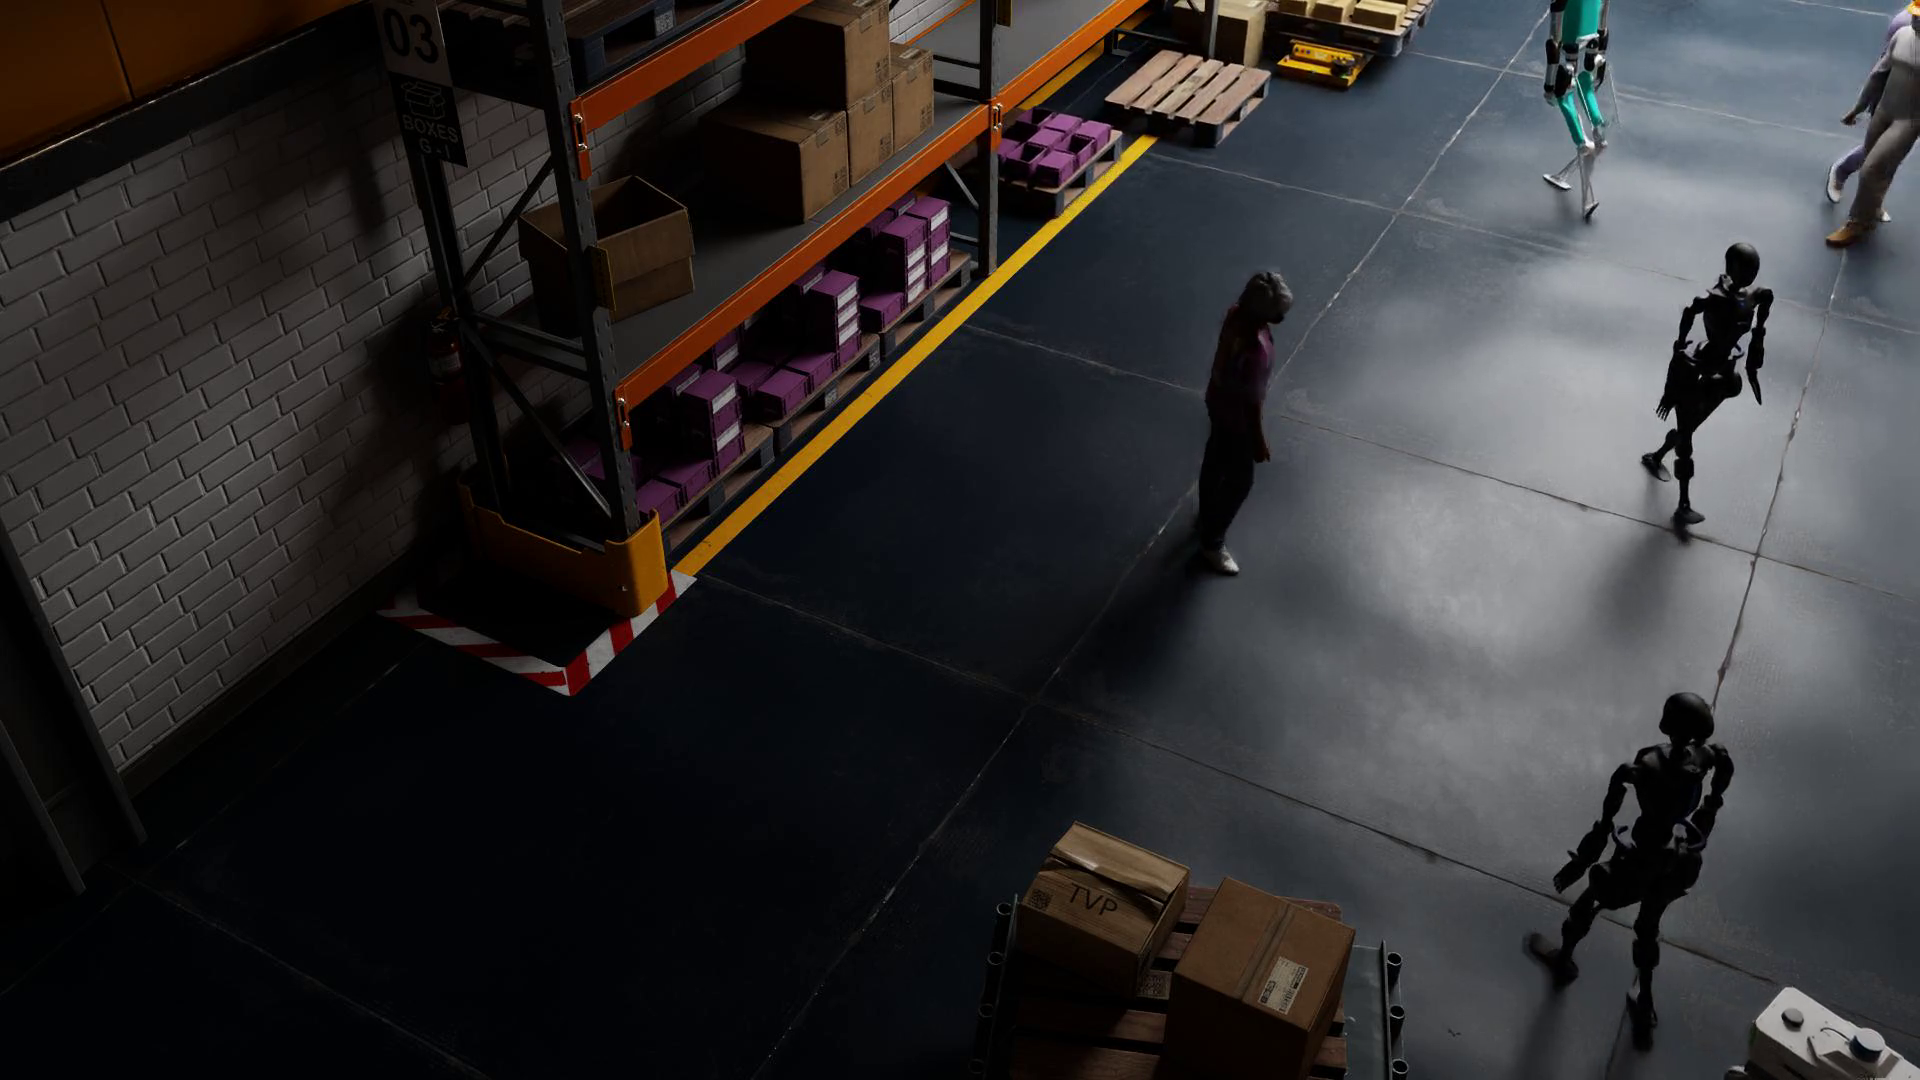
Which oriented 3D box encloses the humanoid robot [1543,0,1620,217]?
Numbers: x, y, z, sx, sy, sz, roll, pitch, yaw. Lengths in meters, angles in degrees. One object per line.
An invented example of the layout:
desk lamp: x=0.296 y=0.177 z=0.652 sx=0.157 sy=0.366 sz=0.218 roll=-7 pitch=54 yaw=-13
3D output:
humanoid robot: x=4.641 y=-3.253 z=12.154 sx=0.560 sy=1.815 sz=0.923 roll=-17 pitch=42 yaw=-20

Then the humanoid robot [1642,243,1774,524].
humanoid robot: x=4.197 y=-0.892 z=9.240 sx=0.602 sy=1.631 sz=0.768 roll=-8 pitch=39 yaw=-9

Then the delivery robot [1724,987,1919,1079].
delivery robot: x=3.404 y=2.106 z=6.371 sx=0.499 sy=0.611 sz=0.814 roll=-29 pitch=47 yaw=-31

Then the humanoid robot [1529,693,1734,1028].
humanoid robot: x=2.689 y=1.249 z=6.554 sx=0.600 sy=1.640 sz=0.565 roll=-9 pitch=40 yaw=-11

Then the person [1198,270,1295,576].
person: x=1.477 y=-0.717 z=8.882 sx=0.338 sy=1.818 sz=0.672 roll=-2 pitch=39 yaw=-3

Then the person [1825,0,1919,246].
person: x=6.468 y=-2.943 z=11.612 sx=0.676 sy=1.870 sz=0.605 roll=-11 pitch=40 yaw=-13

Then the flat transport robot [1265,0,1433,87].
flat transport robot: x=3.373 y=-4.404 z=14.725 sx=0.659 sy=0.231 sz=1.431 roll=20 pitch=43 yaw=23

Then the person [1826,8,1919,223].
person: x=6.788 y=-3.194 z=11.924 sx=0.672 sy=1.879 sz=0.513 roll=-5 pitch=39 yaw=-7
